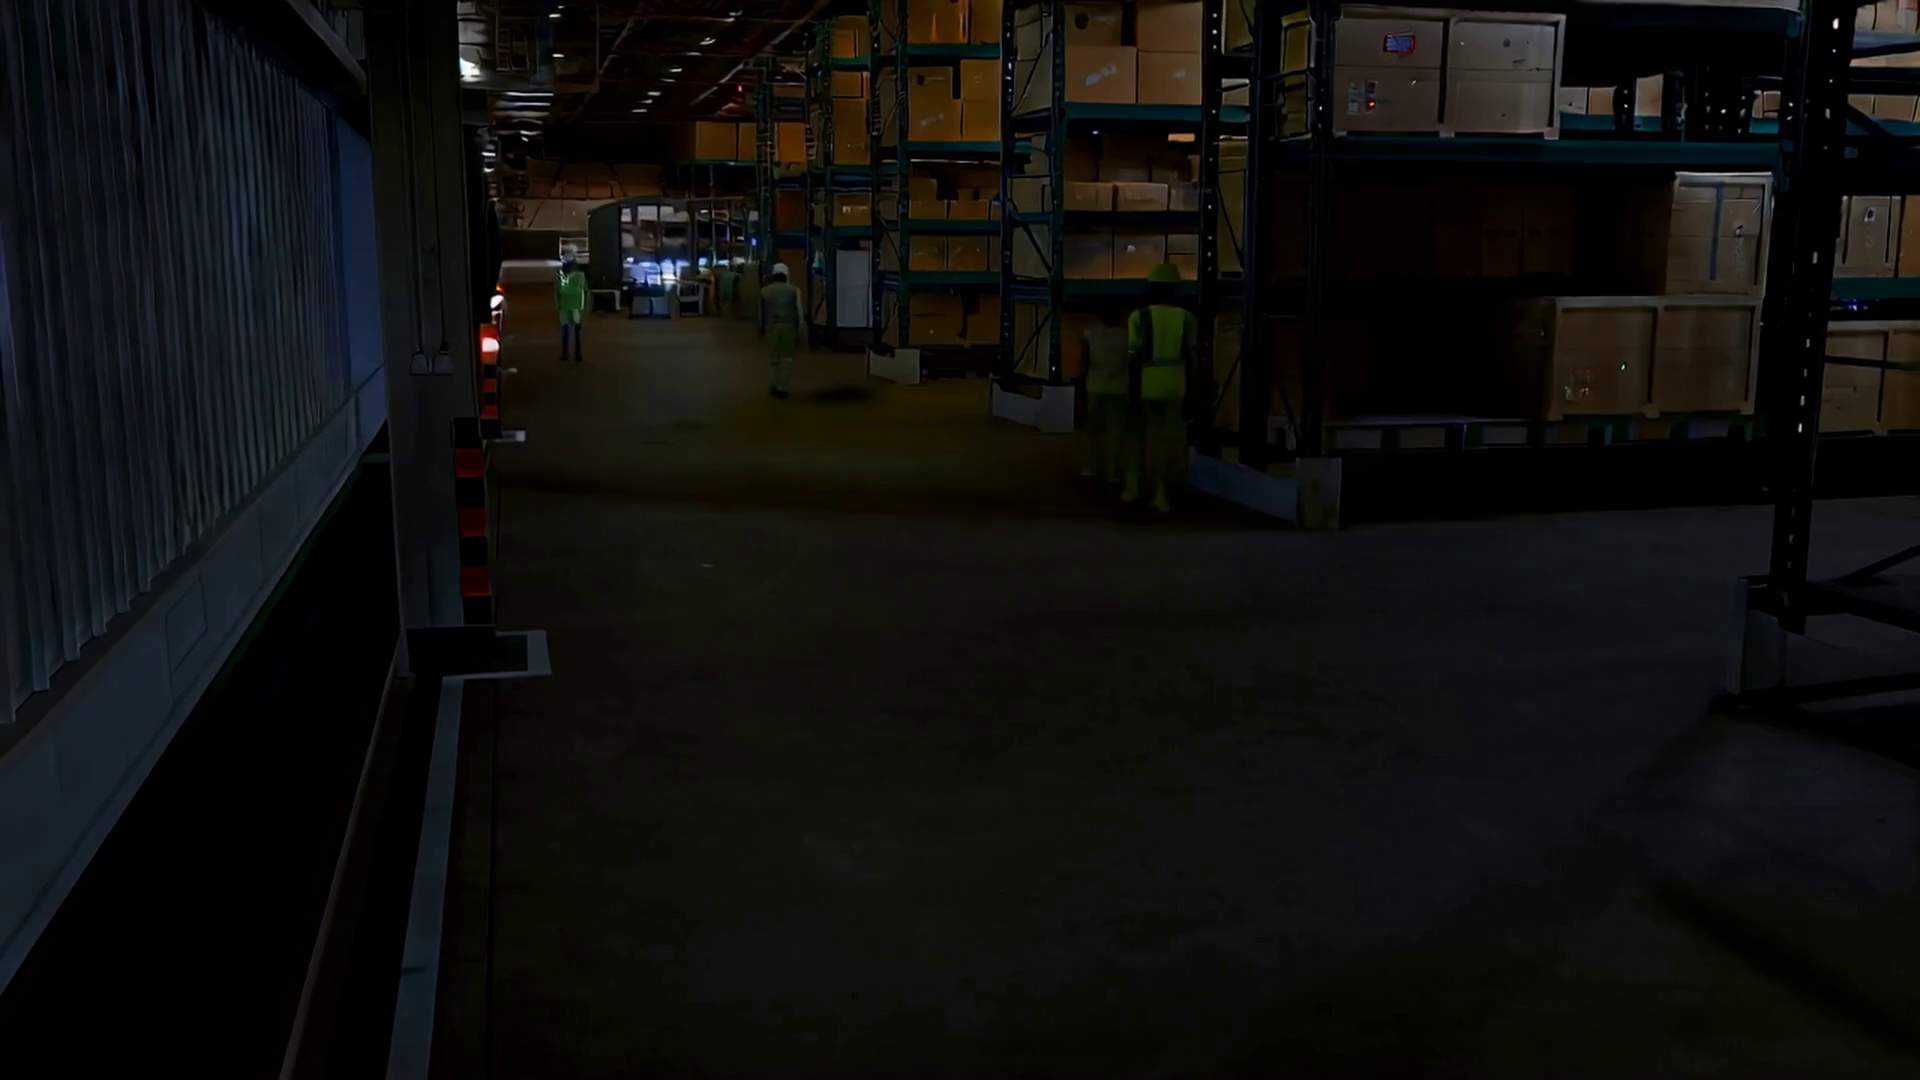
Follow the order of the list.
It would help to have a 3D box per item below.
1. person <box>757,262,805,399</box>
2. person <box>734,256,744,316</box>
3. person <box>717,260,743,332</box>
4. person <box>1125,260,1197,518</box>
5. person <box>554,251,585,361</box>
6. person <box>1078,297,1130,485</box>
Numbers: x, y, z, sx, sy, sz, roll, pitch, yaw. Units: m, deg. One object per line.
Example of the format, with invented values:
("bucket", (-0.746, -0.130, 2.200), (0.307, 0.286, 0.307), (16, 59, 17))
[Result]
("person", (-2.394, -2.789, 22.208), (0.606, 1.812, 0.435), (1, 10, 8))
("person", (-6.458, -7.330, 48.134), (0.485, 1.735, 0.346), (5, 11, 24))
("person", (-5.442, -5.817, 39.666), (0.579, 1.694, 0.850), (3, 11, 17))
("person", (1.488, -1.137, 12.545), (0.569, 1.911, 0.681), (-3, 10, -15))
("person", (-6.882, -4.117, 29.350), (0.543, 1.939, 0.360), (-1, 10, -5))
("person", (1.262, -1.271, 14.217), (0.562, 1.604, 0.568), (6, 12, 31))
